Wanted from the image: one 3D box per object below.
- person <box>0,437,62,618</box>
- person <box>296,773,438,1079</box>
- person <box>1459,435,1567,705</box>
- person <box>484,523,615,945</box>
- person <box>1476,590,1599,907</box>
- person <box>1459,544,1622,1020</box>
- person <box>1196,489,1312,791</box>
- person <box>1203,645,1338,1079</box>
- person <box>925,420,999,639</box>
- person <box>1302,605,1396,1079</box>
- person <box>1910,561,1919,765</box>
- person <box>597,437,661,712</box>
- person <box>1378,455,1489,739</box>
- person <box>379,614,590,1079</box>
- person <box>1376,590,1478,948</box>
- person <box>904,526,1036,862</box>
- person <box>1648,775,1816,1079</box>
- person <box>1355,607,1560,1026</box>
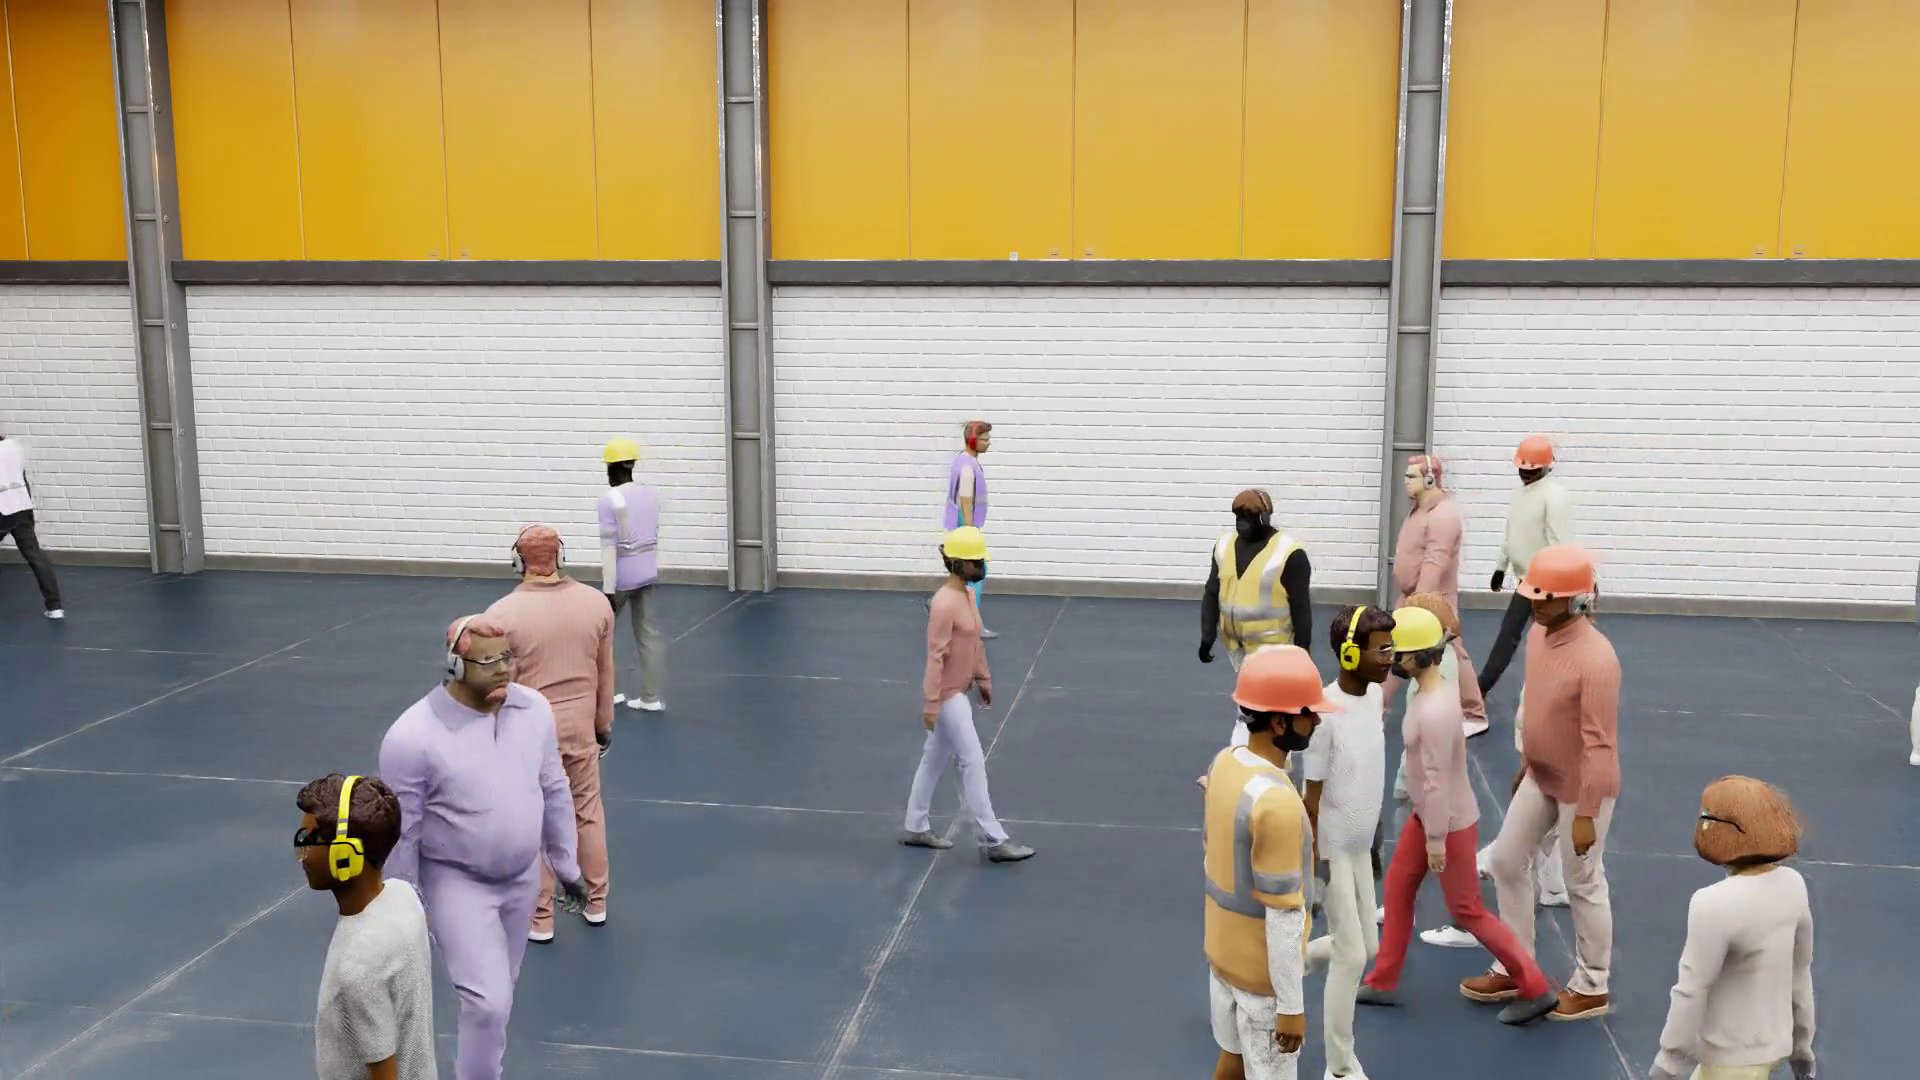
[{"bbox_3d":[-8.288,-0.208,14.328,0.945,1.858,0.703,1,9,8],"label":"person"},{"bbox_3d":[-1.416,1.464,3.994,0.321,1.871,0.532,-2,9,-13],"label":"person"},{"bbox_3d":[3.902,0.231,11.450,1.044,1.922,0.663,0,9,-2],"label":"person"},{"bbox_3d":[-1.880,0.868,7.565,0.649,1.904,0.401,-8,12,-42],"label":"person"},{"bbox_3d":[2.678,0.977,7.757,0.638,1.617,0.546,0,9,0],"label":"person"},{"bbox_3d":[2.335,0.980,6.656,0.691,1.964,0.642,-1,9,-8],"label":"person"},{"bbox_3d":[1.673,0.591,9.627,1.016,1.779,0.625,-8,12,-40],"label":"person"},{"bbox_3d":[0.928,1.263,5.022,0.362,1.935,0.553,-2,9,-10],"label":"person"},{"bbox_3d":[0.032,-0.082,13.664,0.510,1.821,0.585,0,9,-2],"label":"person"},{"bbox_3d":[1.355,1.129,6.148,0.660,1.845,0.539,8,12,40],"label":"person"},{"bbox_3d":[6.000,0.599,10.054,0.283,1.633,0.499,-3,10,-18],"label":"person"},{"bbox_3d":[-2.336,0.242,11.431,0.677,1.902,0.605,6,11,31],"label":"person"},{"bbox_3d":[2.988,0.377,10.739,0.997,1.858,0.652,-1,9,-4],"label":"person"},{"bbox_3d":[-1.571,1.182,5.676,0.663,1.884,0.649,6,11,34],"label":"person"},{"bbox_3d":[2.063,1.020,7.476,0.659,1.609,0.544,4,10,22],"label":"person"},{"bbox_3d":[0.069,0.792,8.546,0.846,1.726,0.546,2,9,14],"label":"person"},{"bbox_3d":[2.285,1.472,4.773,0.501,1.592,0.834,-7,12,-37],"label":"person"},{"bbox_3d":[1.993,1.107,6.669,0.859,1.715,0.547,2,9,11],"label":"person"}]
